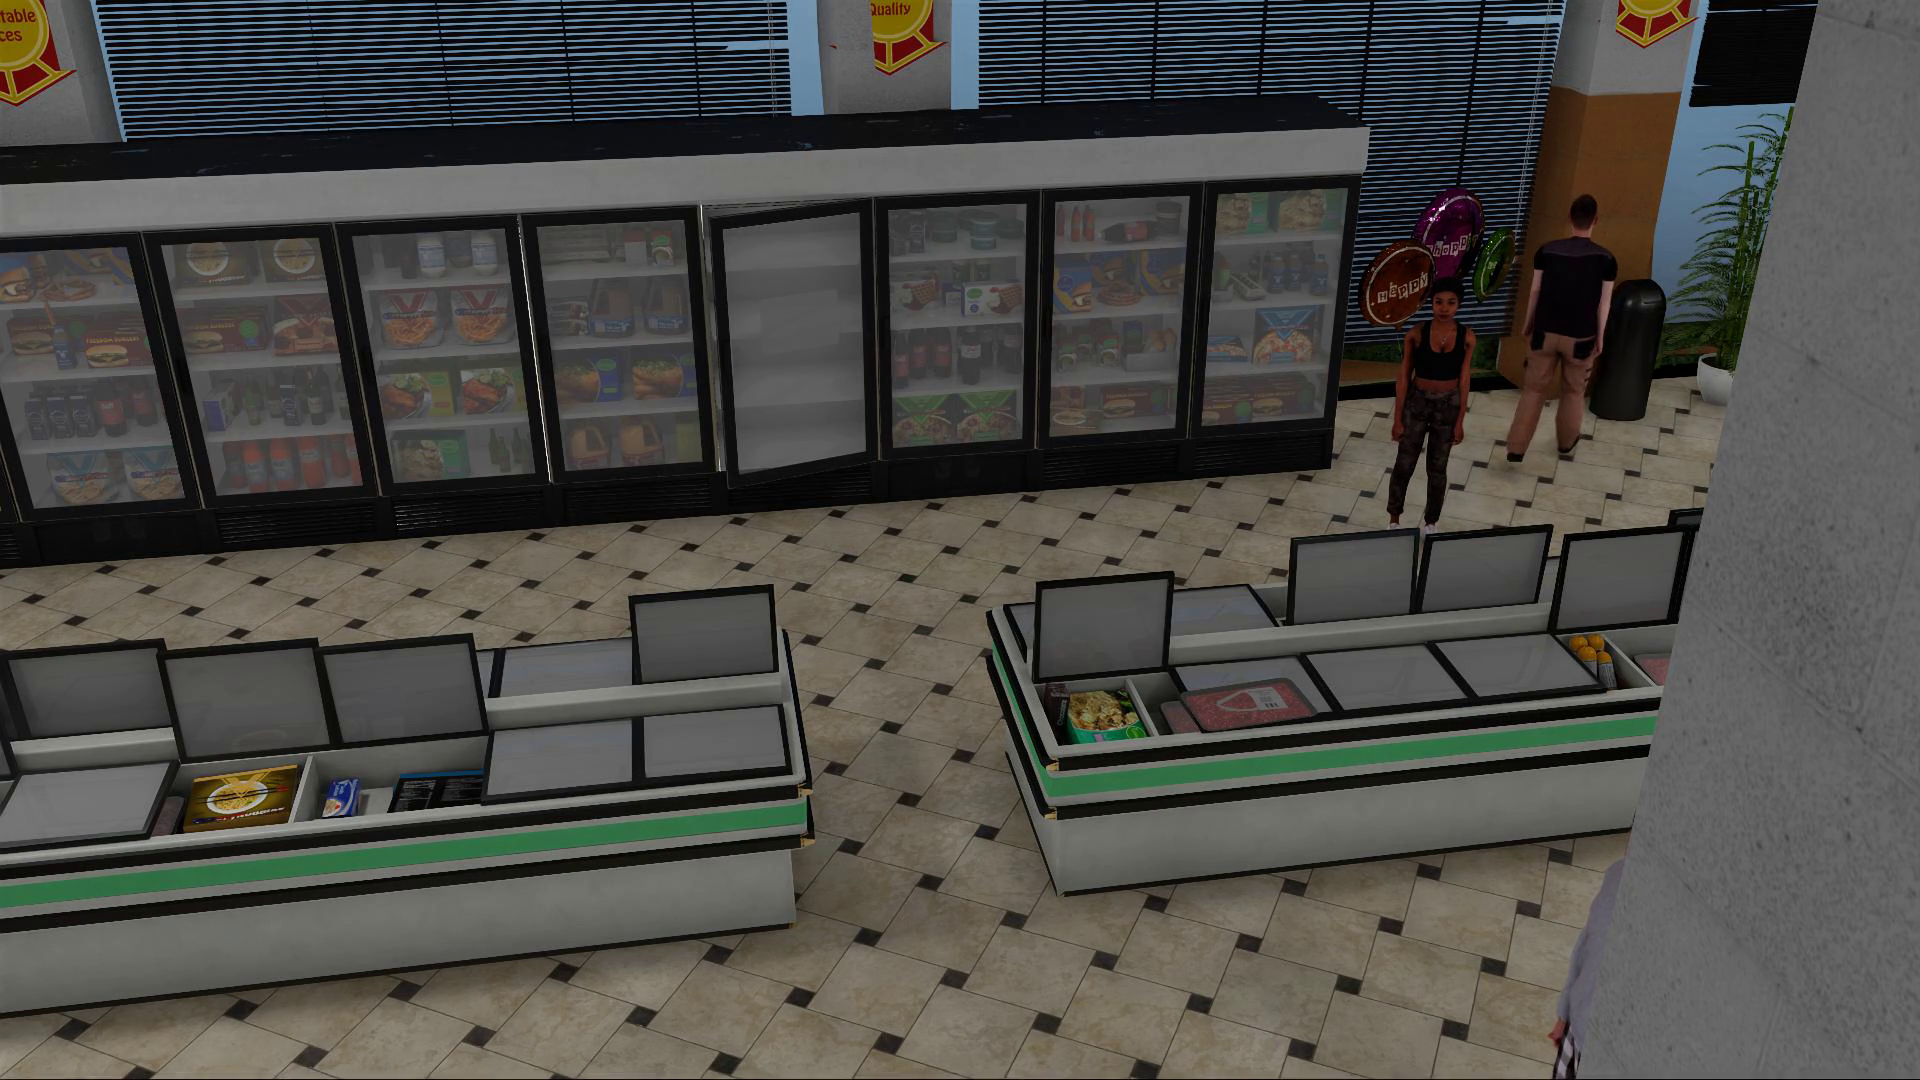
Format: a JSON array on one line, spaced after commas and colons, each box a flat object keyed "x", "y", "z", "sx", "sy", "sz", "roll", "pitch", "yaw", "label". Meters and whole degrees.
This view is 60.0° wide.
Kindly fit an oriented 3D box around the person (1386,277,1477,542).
[{"x": 2.786, "y": -0.710, "z": 9.870, "sx": 0.573, "sy": 1.619, "sz": 0.706, "roll": 5, "pitch": 27, "yaw": 9, "label": "person"}]

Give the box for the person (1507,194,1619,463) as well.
[{"x": 3.912, "y": -1.322, "z": 10.864, "sx": 1.139, "sy": 1.812, "sz": 1.158, "roll": 14, "pitch": 30, "yaw": 26, "label": "person"}]
